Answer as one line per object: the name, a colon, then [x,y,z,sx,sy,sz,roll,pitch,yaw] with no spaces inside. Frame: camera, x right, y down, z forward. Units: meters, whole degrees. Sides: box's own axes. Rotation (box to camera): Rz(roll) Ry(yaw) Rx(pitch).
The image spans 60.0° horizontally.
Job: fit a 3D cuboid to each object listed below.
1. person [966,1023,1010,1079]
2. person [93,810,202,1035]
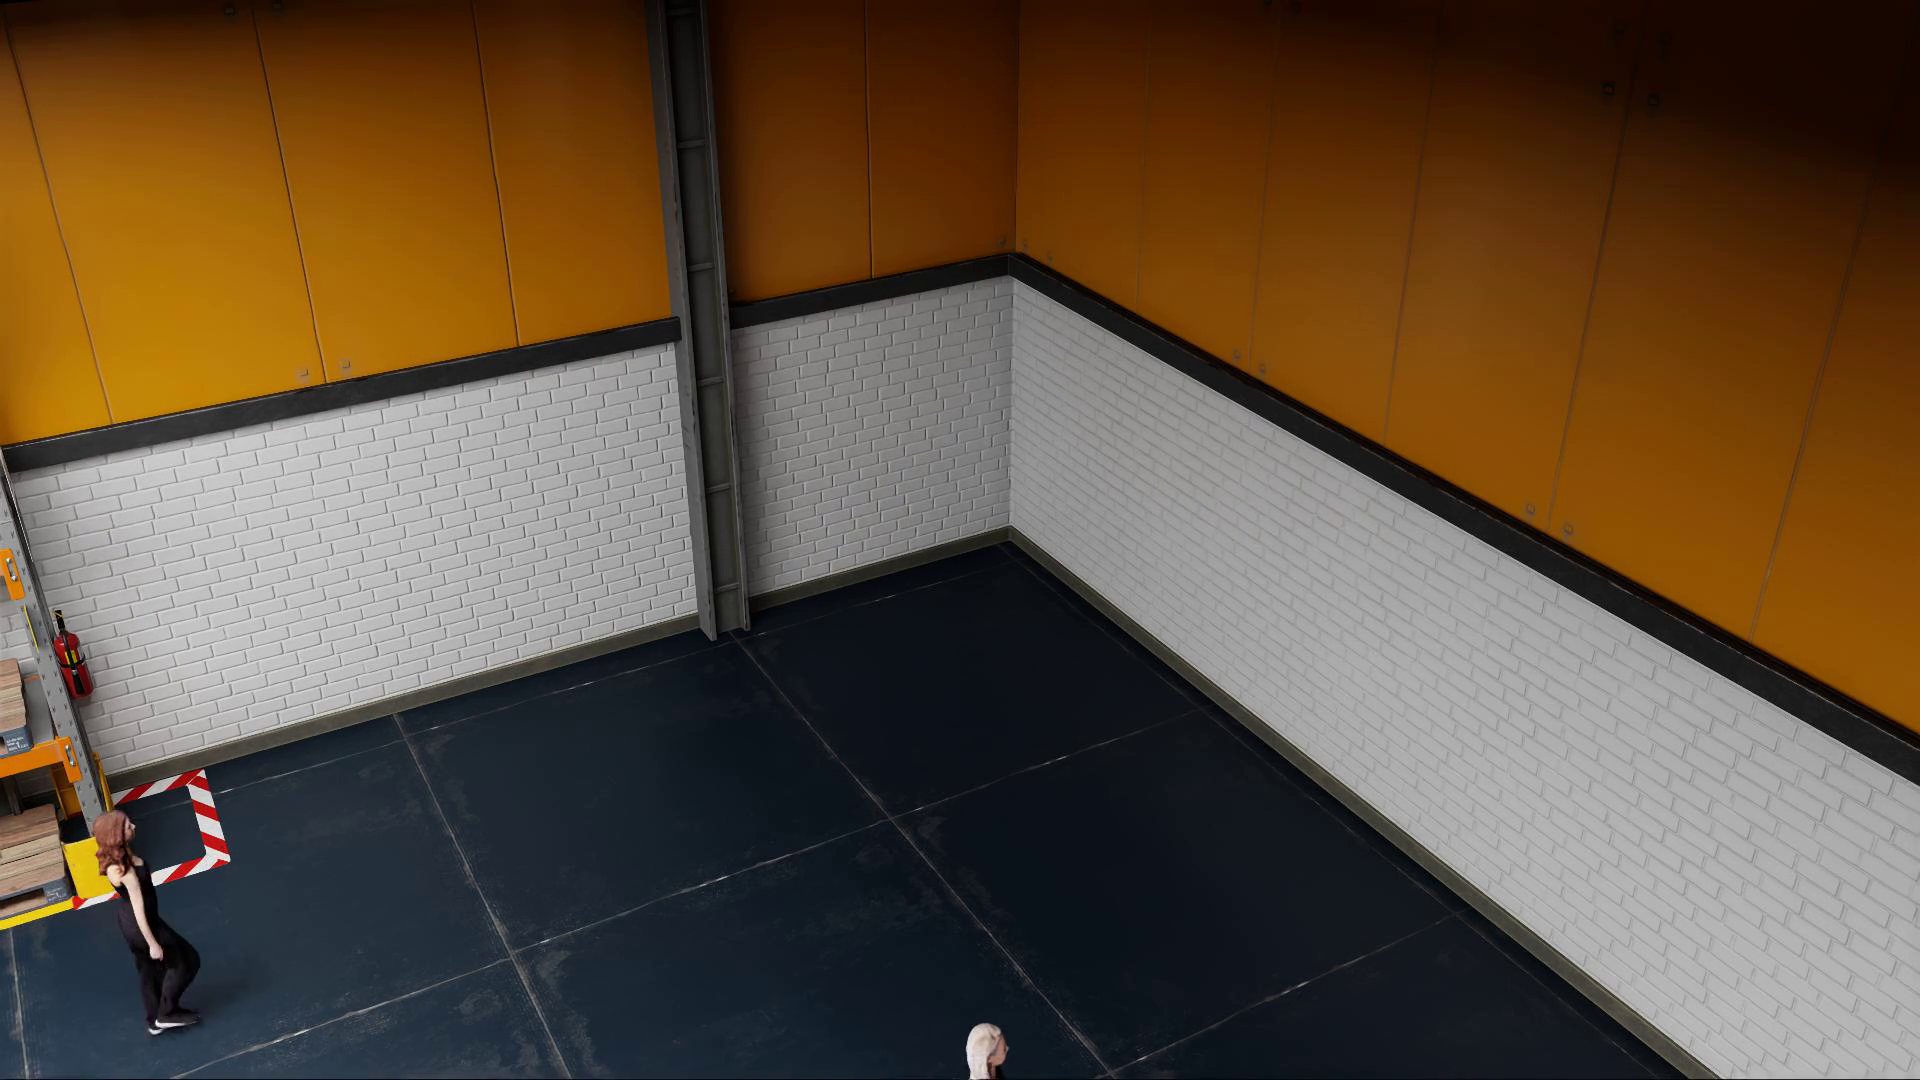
person: [0.026,3.318,8.927,1.227,1.785,0.910,-3,29,-6]
person: [-5.270,2.470,10.527,0.665,1.741,0.649,-21,35,-33]
